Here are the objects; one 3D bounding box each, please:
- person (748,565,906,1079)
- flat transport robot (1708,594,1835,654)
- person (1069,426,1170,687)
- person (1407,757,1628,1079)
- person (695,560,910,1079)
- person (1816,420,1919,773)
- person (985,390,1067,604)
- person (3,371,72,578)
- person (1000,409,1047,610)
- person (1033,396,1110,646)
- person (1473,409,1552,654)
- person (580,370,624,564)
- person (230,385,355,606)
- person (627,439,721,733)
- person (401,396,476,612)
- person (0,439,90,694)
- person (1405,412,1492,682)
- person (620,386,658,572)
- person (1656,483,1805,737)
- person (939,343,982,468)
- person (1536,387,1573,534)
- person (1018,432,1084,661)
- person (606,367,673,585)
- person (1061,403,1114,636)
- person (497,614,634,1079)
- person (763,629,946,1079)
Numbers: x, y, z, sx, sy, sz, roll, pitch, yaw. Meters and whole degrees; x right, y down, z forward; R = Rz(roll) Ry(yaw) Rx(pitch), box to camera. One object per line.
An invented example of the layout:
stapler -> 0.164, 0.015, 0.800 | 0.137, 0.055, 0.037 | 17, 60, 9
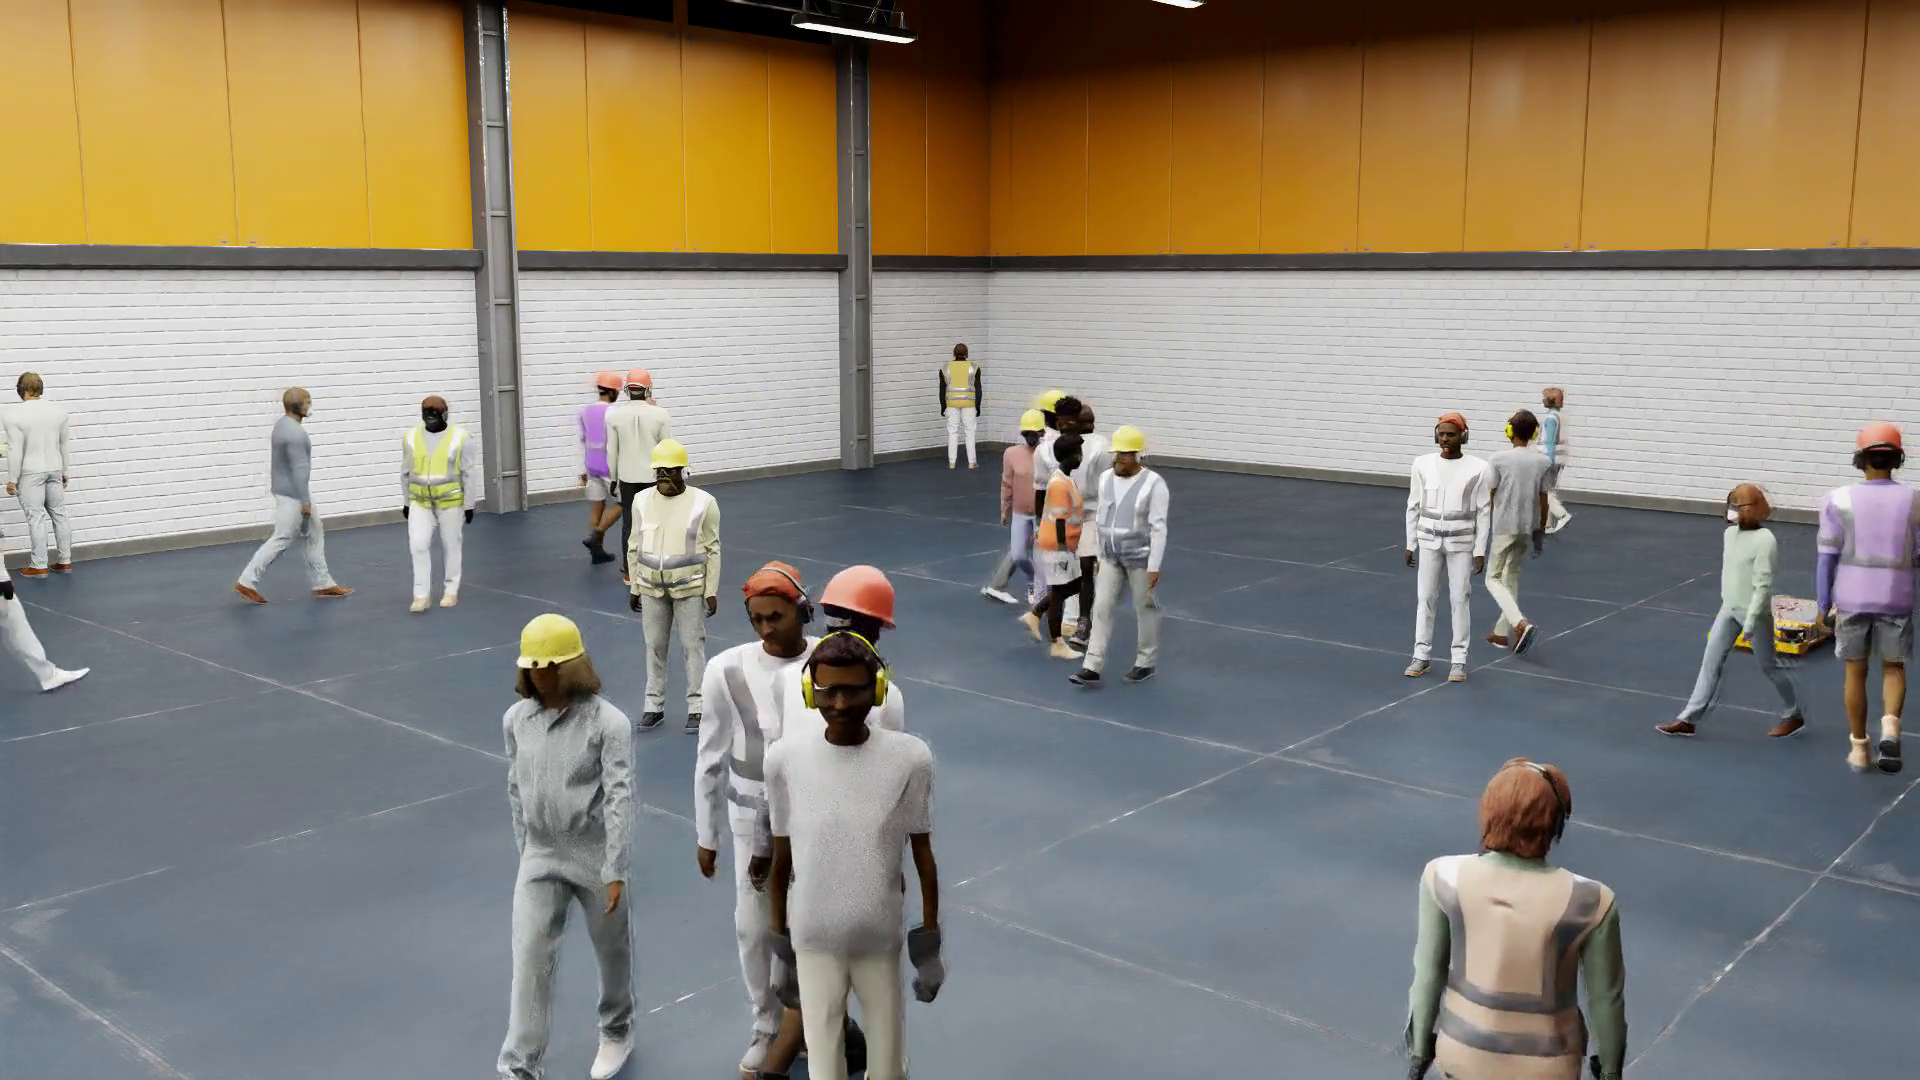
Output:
person -> -0.490, 1.034, 5.532 | 0.557, 1.881, 0.889 | 7, 12, 39
flat transport robot -> 6.433, 0.640, 12.978 | 0.652, 0.197, 1.431 | 8, 12, 43
person -> 1.079, 0.133, 11.349 | 0.621, 1.801, 0.821 | 7, 12, 38
person -> 1.413, 1.362, 4.283 | 0.532, 1.602, 0.840 | 5, 11, 31
person -> -0.559, 0.979, 5.852 | 0.760, 1.878, 0.378 | -5, 10, -27
person -> 5.140, 0.345, 9.354 | 0.637, 2.021, 0.608 | 4, 10, 23
person -> 0.698, -0.369, 14.378 | 1.056, 1.866, 0.583 | -2, 9, -12
person -> -8.653, -0.611, 15.616 | 0.373, 1.940, 0.627 | 4, 10, 25
person -> 0.622, -0.230, 13.770 | 0.553, 1.747, 0.580 | 3, 10, 20
person -> 0.853, -0.147, 12.793 | 0.622, 1.911, 0.908 | 3, 9, 17
person -> 4.137, -0.056, 12.431 | 0.547, 1.840, 0.728 | -2, 9, -11
person -> -3.483, -0.700, 16.244 | 0.627, 1.914, 0.509 | 6, 11, 31
person -> -5.828, -0.382, 14.339 | 0.982, 1.903, 0.642 | -5, 10, -27
person -> -1.780, 0.287, 10.304 | 0.588, 1.835, 0.403 | 1, 9, 8
person -> -4.416, -0.295, 13.986 | 0.662, 1.818, 0.739 | 0, 9, 0
person -> -6.404, 0.159, 10.984 | 1.004, 1.869, 0.615 | -5, 10, -28
person -> 3.406, 0.047, 11.659 | 0.574, 1.883, 0.355 | 5, 10, 29
person -> -2.999, -0.603, 15.668 | 0.408, 1.908, 0.641 | -6, 11, -31
person -> 4.787, 0.440, 10.134 | 0.922, 1.578, 0.516 | -2, 9, -11
person -> 0.012, -1.963, 24.405 | 0.624, 1.845, 0.430 | 1, 9, 7
person -> 6.443, -0.852, 18.106 | 0.412, 1.627, 0.520 | 6, 11, 31
person -> 0.693, 0.042, 12.277 | 0.452, 1.682, 0.546 | 2, 9, 14
person -> -2.916, -0.578, 15.225 | 0.611, 1.996, 0.379 | -1, 9, -4
person -> 0.948, -0.158, 13.095 | 0.622, 1.839, 0.429 | -7, 11, -37
person -> -1.344, 1.098, 5.595 | 0.501, 1.701, 0.867 | 2, 9, 12
person -> -0.303, 1.147, 4.847 | 0.513, 1.854, 0.721 | 0, 9, -1
